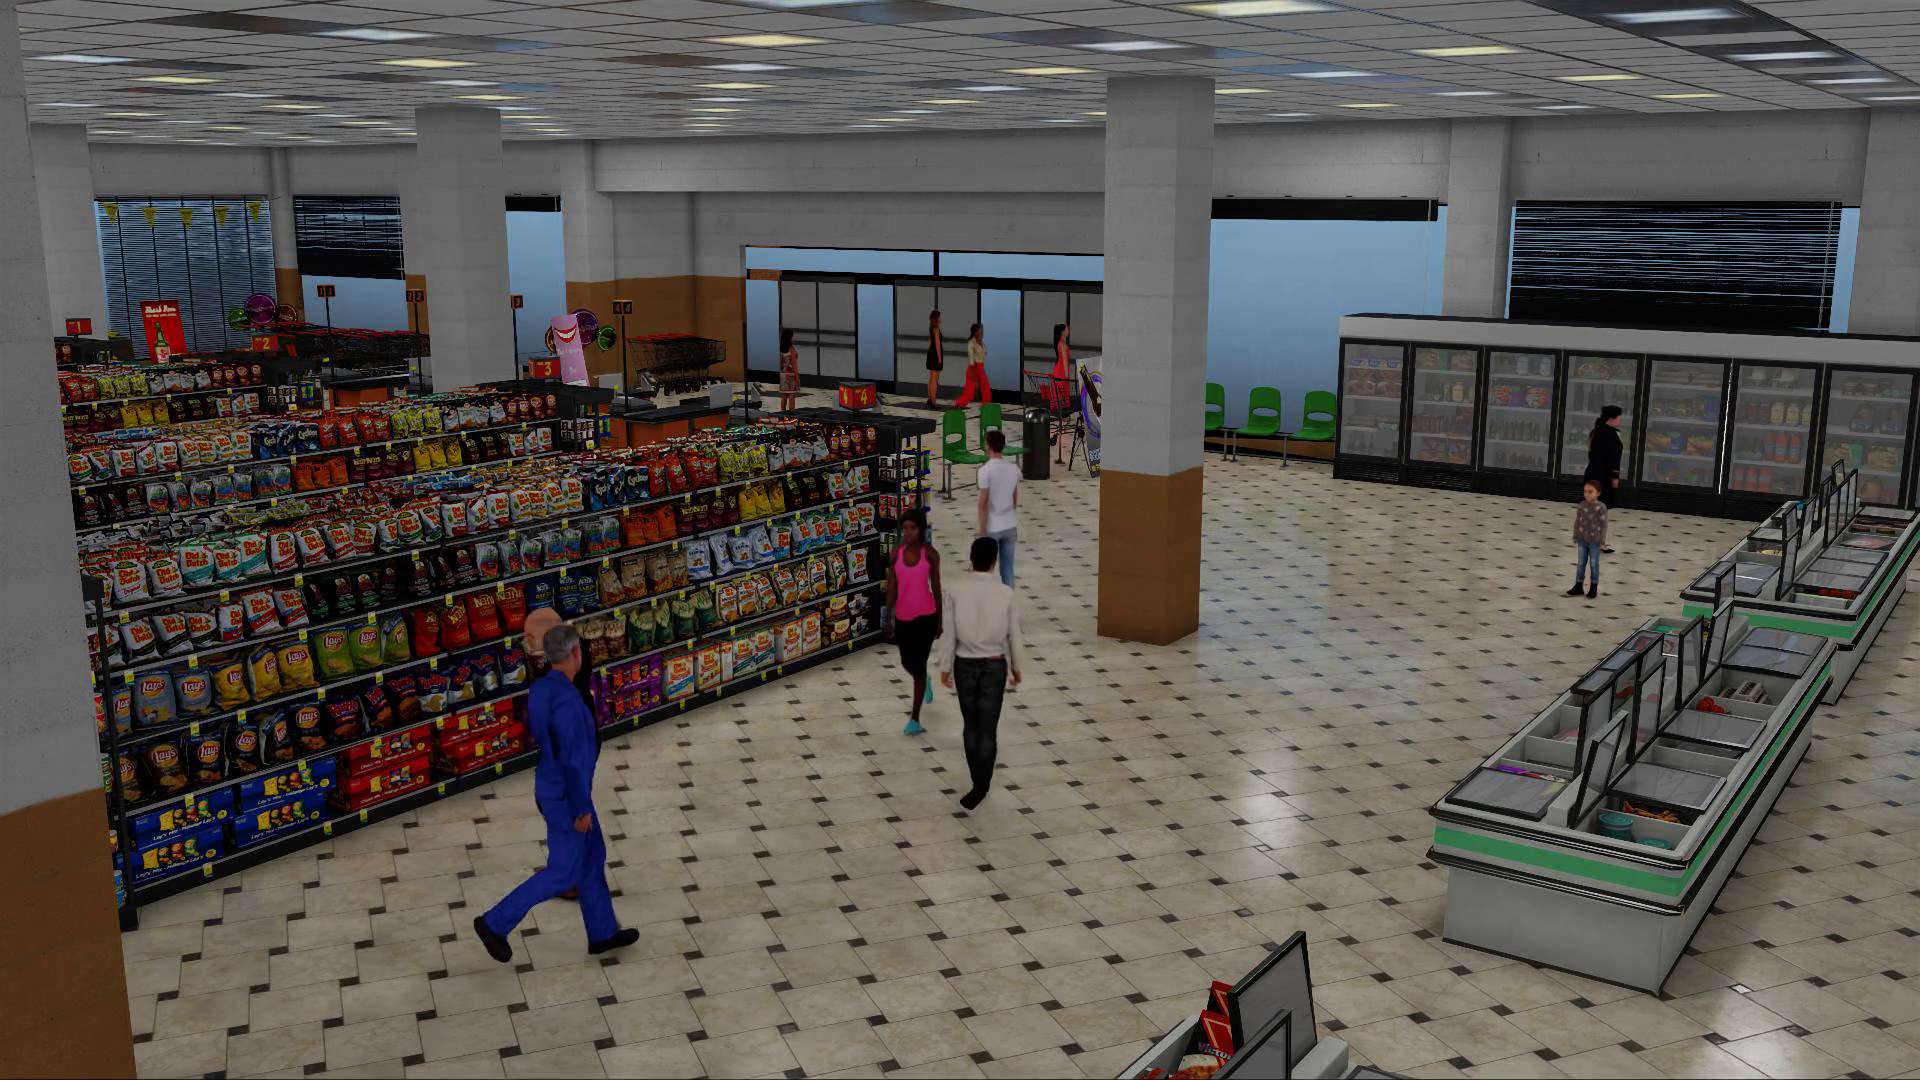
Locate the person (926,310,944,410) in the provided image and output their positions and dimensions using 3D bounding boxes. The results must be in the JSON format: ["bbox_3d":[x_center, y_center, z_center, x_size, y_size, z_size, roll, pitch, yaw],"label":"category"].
[{"bbox_3d":[-0.468,-3.366,31.072,0.705,1.834,0.669,-4,13,-18],"label":"person"}]

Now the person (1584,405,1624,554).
[{"bbox_3d":[7.247,-0.692,18.779,0.863,1.667,0.788,-1,12,-5],"label":"person"}]

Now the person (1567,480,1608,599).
[{"bbox_3d":[6.346,-0.022,16.742,0.512,1.194,0.521,-11,16,-42],"label":"person"}]

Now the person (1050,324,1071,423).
[{"bbox_3d":[1.794,-2.961,29.405,0.761,1.727,0.713,-3,12,-14],"label":"person"}]

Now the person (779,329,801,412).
[{"bbox_3d":[-3.013,-2.884,29.240,0.606,1.645,0.695,-11,16,-41],"label":"person"}]

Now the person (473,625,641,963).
[{"bbox_3d":[-2.151,1.376,8.684,1.250,1.779,1.088,-5,13,-21],"label":"person"}]

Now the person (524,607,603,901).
[{"bbox_3d":[-2.136,1.229,9.416,0.911,1.765,0.796,1,12,6],"label":"person"}]

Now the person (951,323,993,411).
[{"bbox_3d":[0.181,-2.818,28.663,0.760,1.752,1.115,6,13,27],"label":"person"}]

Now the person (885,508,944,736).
[{"bbox_3d":[-0.311,0.589,12.626,0.857,1.695,1.126,1,12,7],"label":"person"}]

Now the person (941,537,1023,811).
[{"bbox_3d":[0.126,0.912,10.909,1.029,1.770,1.230,0,12,2],"label":"person"}]

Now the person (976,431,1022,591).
[{"bbox_3d":[0.414,-0.075,15.444,0.702,1.833,0.828,-7,14,-31],"label":"person"}]
